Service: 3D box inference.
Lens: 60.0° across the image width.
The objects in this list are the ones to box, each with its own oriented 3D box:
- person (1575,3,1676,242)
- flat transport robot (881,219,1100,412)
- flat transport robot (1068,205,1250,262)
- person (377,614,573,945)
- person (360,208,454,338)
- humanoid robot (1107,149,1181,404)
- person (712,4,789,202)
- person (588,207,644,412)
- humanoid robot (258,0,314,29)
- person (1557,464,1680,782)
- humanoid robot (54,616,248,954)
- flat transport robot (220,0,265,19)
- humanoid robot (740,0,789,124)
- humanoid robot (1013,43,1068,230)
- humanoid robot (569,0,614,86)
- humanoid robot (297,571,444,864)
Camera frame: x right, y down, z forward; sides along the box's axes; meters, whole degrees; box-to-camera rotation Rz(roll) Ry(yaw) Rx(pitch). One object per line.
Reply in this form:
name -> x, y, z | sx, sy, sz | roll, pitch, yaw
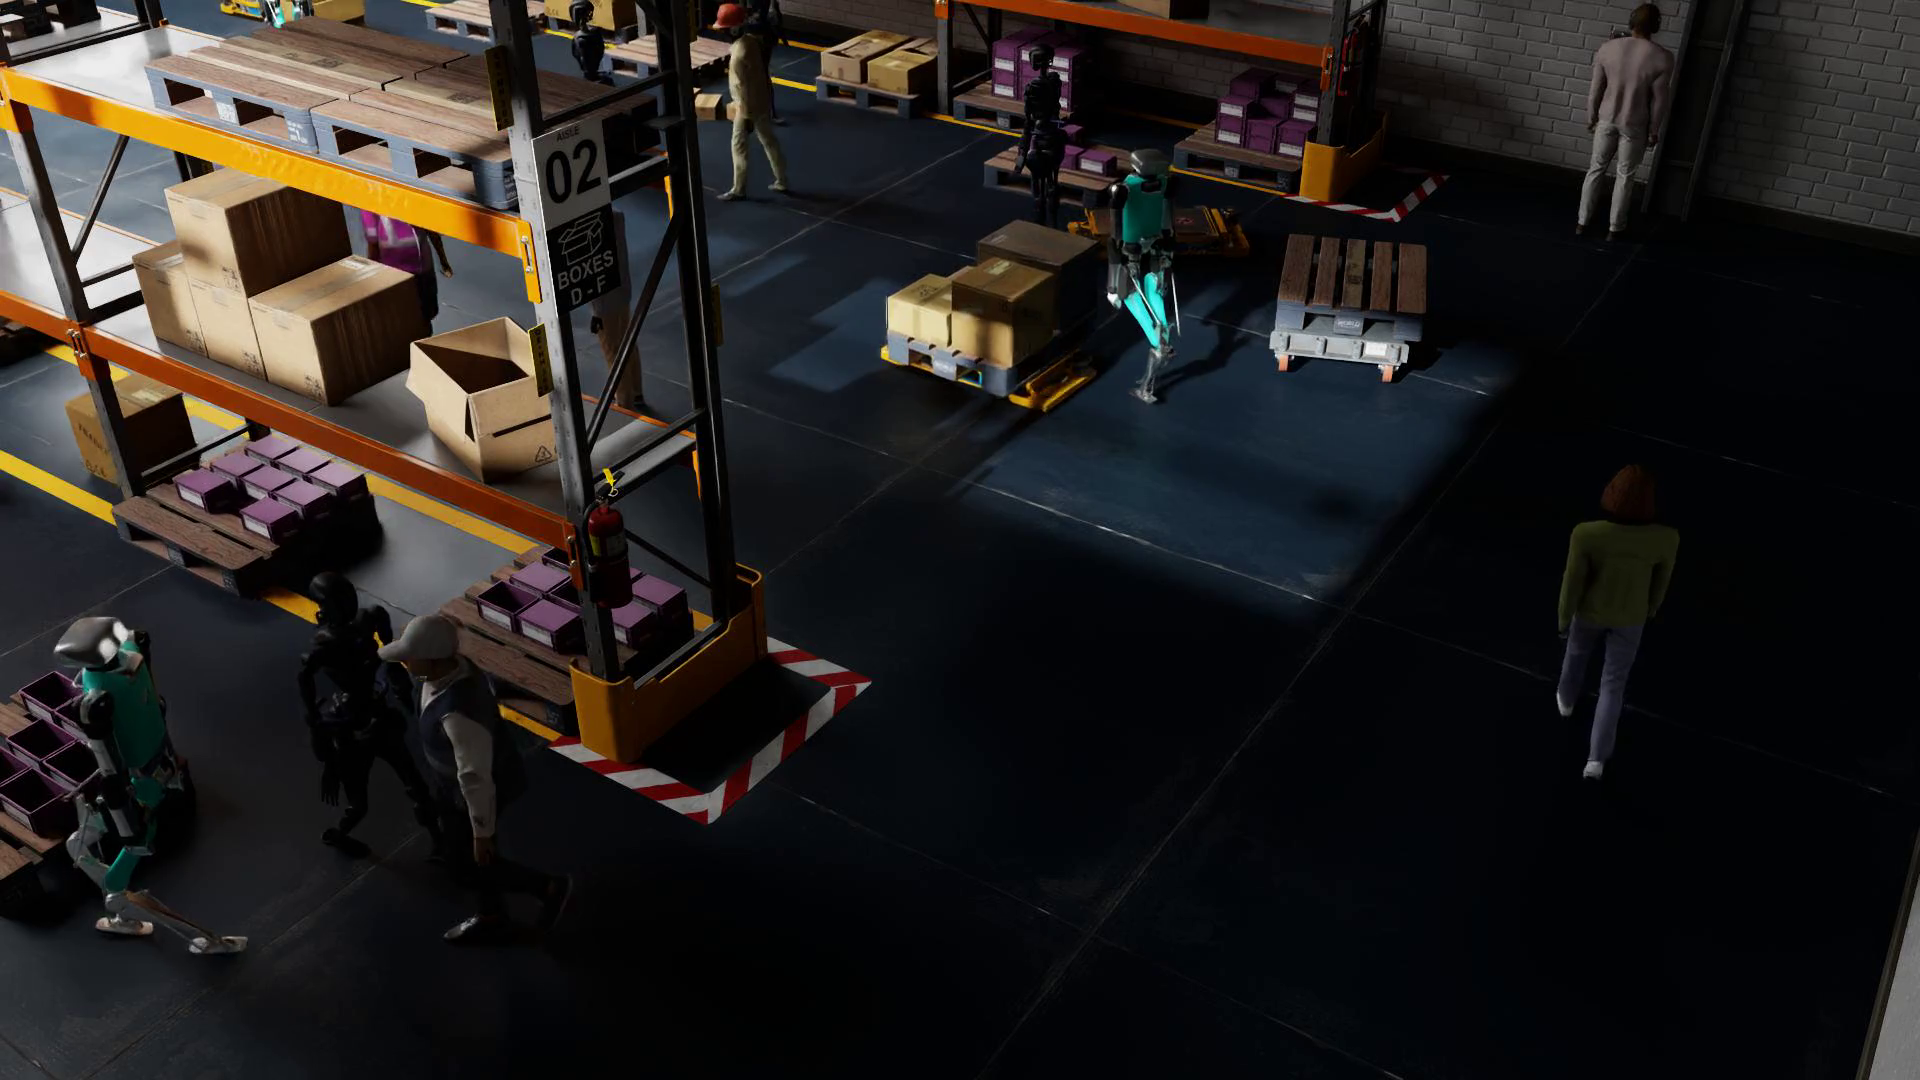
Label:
person -> 5.414, -3.394, 13.560 | 0.634, 1.937, 0.355 | 23, 39, 30
flat transport robot -> 0.198, -1.302, 11.874 | 1.431, 0.231, 0.659 | 21, 39, 29
flat transport robot -> 1.636, -2.539, 13.775 | 1.431, 0.231, 0.659 | -1, 33, -2
person -> -2.019, 1.029, 6.931 | 0.510, 1.745, 0.773 | -15, 36, -22
person -> -3.827, -1.911, 11.399 | 0.811, 1.815, 0.509 | 21, 38, 28
humanoid robot -> 1.312, -1.657, 11.077 | 0.542, 1.801, 0.726 | -18, 37, -26
person -> -1.813, -3.760, 14.334 | 0.616, 1.714, 0.581 | 6, 33, 8
person -> -2.349, -1.609, 10.988 | 0.336, 1.745, 0.563 | 4, 33, 6
humanoid robot -> -6.707, -5.257, 16.636 | 0.553, 1.749, 1.035 | -13, 35, -19
person -> 3.139, 0.381, 8.064 | 0.490, 1.598, 0.832 | 11, 35, 16
humanoid robot -> -3.580, 1.078, 6.896 | 0.885, 1.781, 0.555 | -2, 33, -3
flat transport robot -> -7.934, -6.240, 19.464 | 1.431, 0.231, 0.659 | 20, 38, 27
humanoid robot -> -1.873, -4.881, 16.103 | 0.641, 1.636, 0.589 | 19, 38, 27
humanoid robot -> 0.664, -3.186, 13.469 | 0.315, 1.655, 0.599 | 20, 38, 27
humanoid robot -> -3.189, -3.897, 14.576 | 0.358, 1.647, 0.593 | -1, 33, -2
humanoid robot -> -2.649, 0.830, 7.355 | 0.751, 1.635, 0.610 | 15, 36, 21
